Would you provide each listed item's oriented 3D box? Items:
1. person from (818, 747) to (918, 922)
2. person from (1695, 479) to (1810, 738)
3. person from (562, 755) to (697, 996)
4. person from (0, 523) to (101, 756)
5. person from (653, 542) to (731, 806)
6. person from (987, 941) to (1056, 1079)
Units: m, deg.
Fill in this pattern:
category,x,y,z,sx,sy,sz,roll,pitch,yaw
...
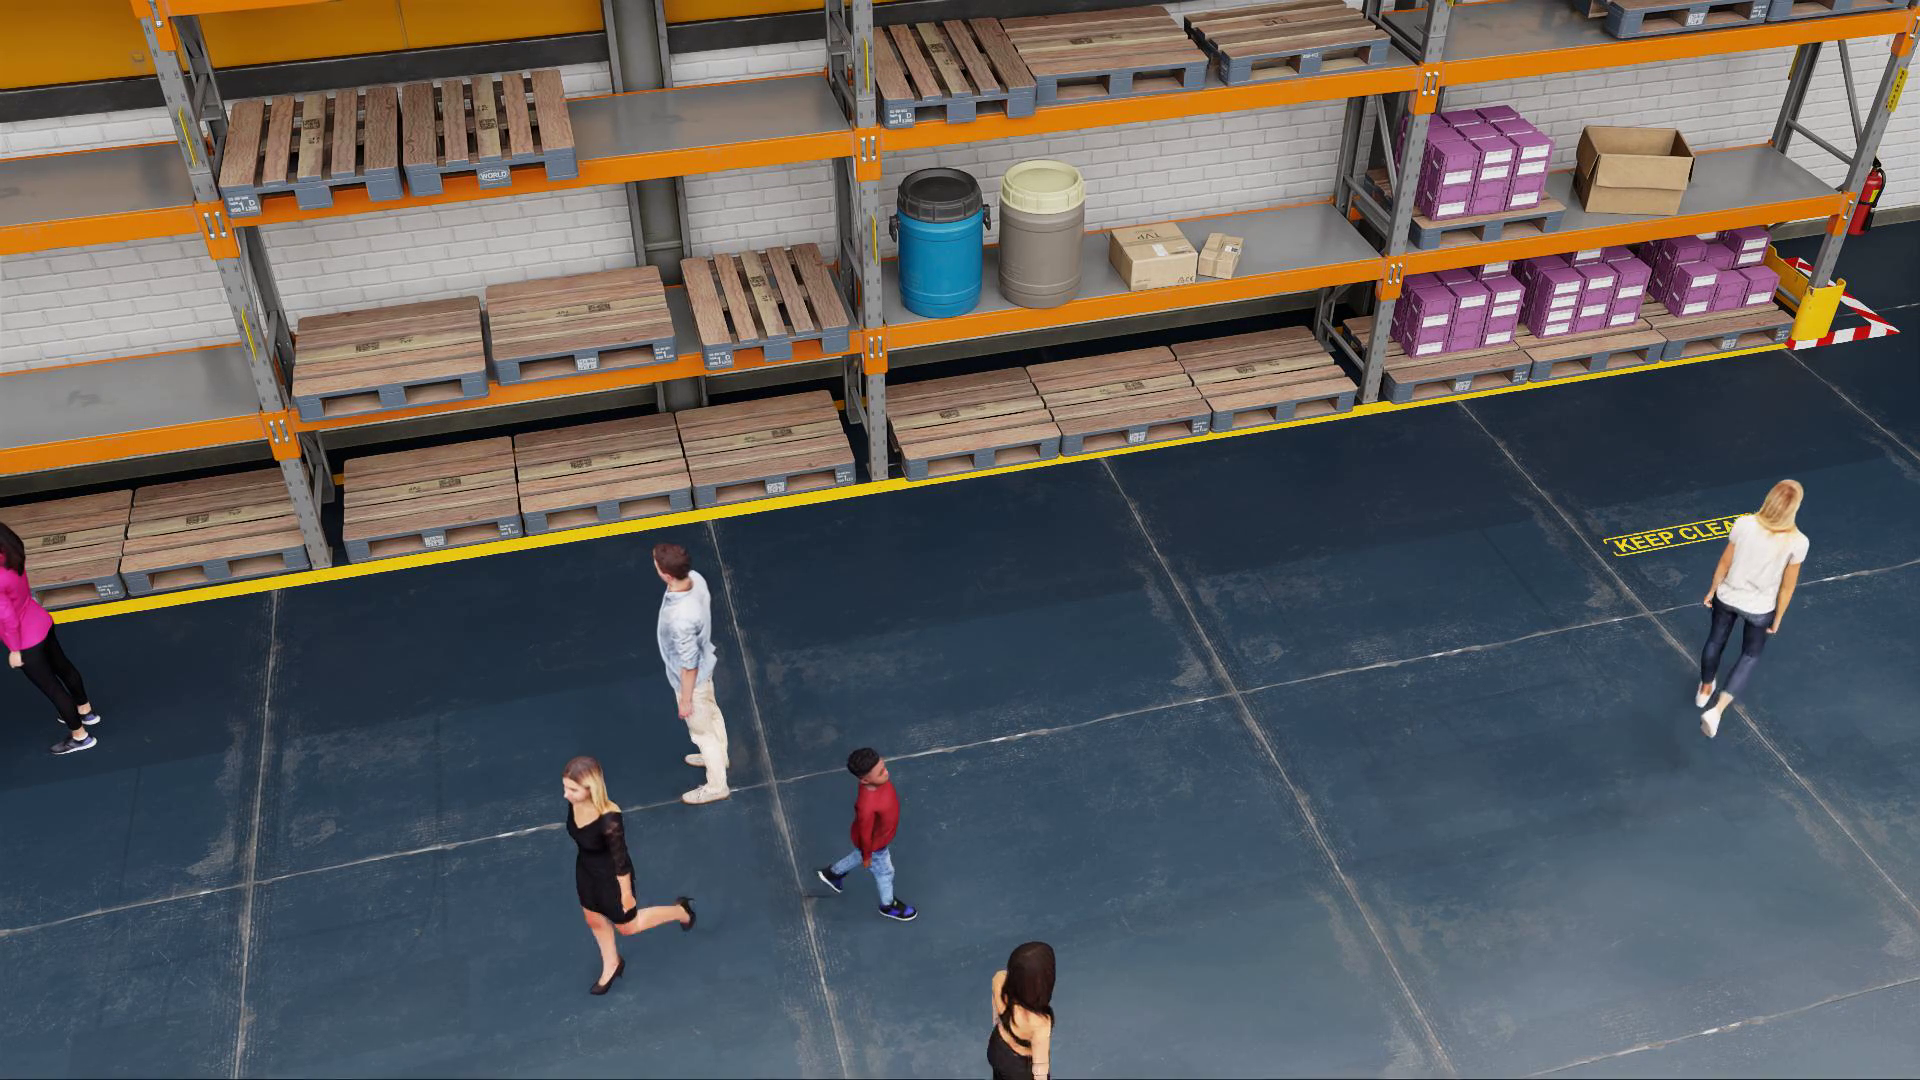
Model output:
category,x,y,z,sx,sy,sz,roll,pitch,yaw
person,-0.525,1.563,8.926,0.827,1.240,0.632,2,39,2
person,4.649,0.430,9.900,0.929,1.795,1.028,24,44,27
person,-1.725,1.668,8.458,0.982,1.660,0.825,-31,48,-33
person,-5.489,0.552,9.831,0.570,1.700,0.590,-7,39,-9
person,-1.517,0.750,9.458,0.616,1.847,0.699,-1,39,-1
person,0.203,2.404,7.559,0.986,1.632,0.804,-28,47,-31
